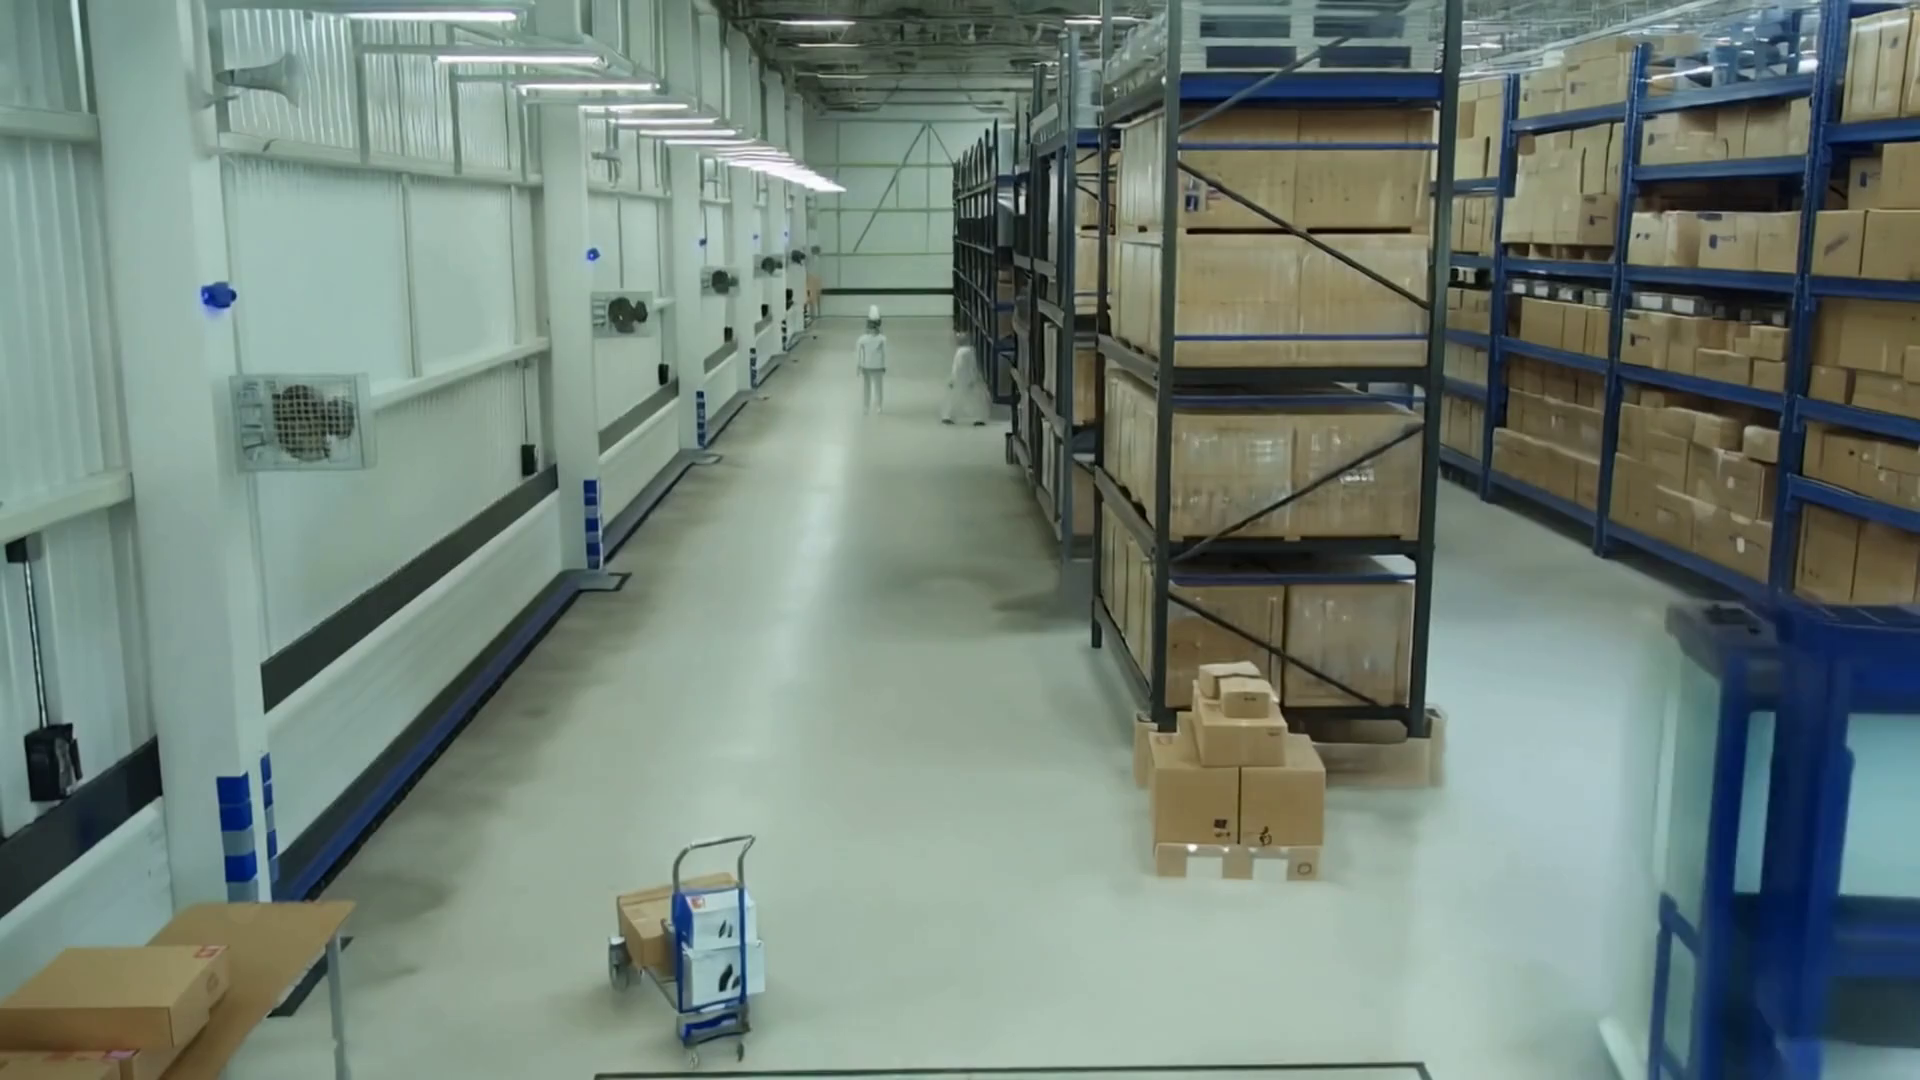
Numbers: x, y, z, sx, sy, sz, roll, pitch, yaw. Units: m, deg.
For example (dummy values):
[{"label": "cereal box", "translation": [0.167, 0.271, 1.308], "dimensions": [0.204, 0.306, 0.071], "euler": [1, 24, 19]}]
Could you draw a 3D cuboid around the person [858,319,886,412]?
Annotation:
[{"label": "person", "translation": [-1.875, -3.720, 35.545], "dimensions": [0.614, 1.988, 0.403], "euler": [1, 11, 3]}]

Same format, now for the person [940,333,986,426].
[{"label": "person", "translation": [0.079, -3.201, 33.195], "dimensions": [0.987, 1.862, 0.638], "euler": [4, 11, 18]}]

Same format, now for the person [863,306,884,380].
[{"label": "person", "translation": [-2.230, -5.075, 42.795], "dimensions": [0.593, 1.910, 0.390], "euler": [-6, 12, -29]}]

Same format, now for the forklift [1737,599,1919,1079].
[{"label": "forklift", "translation": [3.153, 1.592, 5.564], "dimensions": [1.129, 2.768, 1.873], "euler": [1, 11, 5]}]
